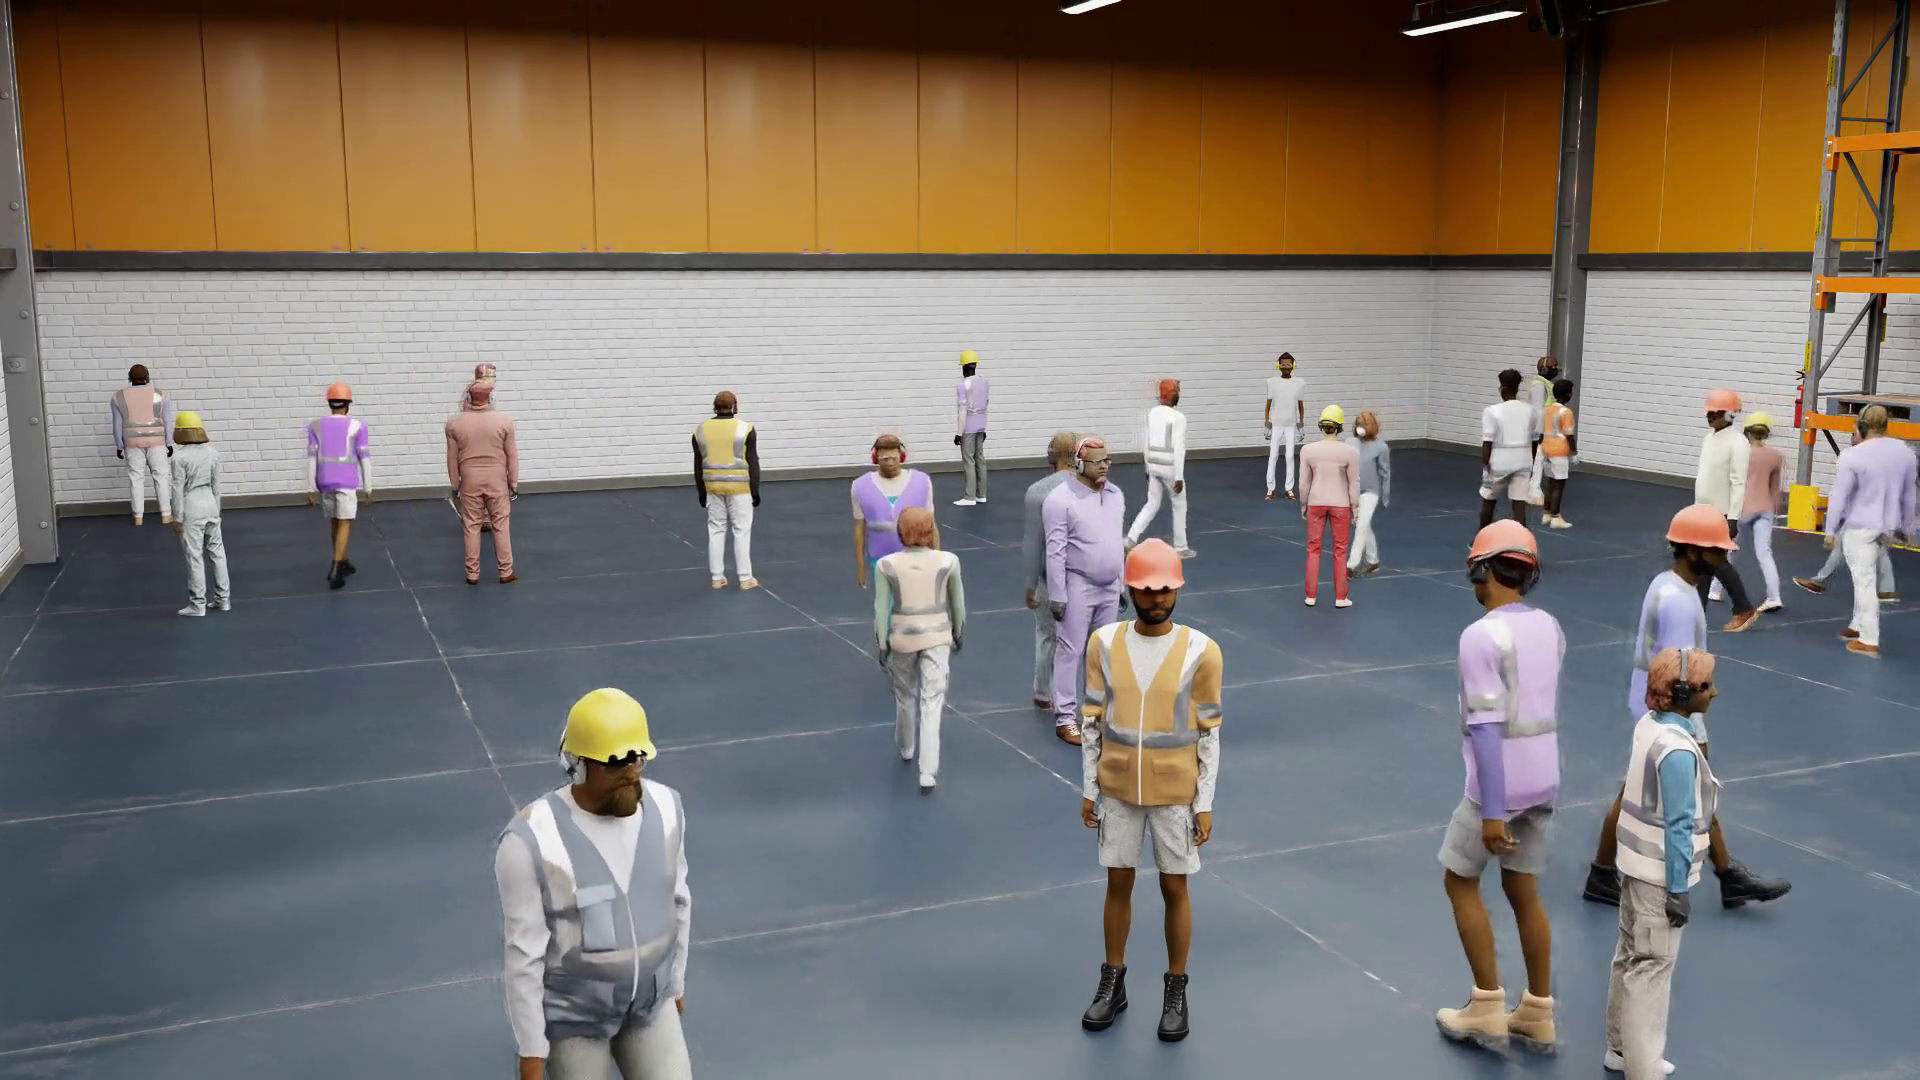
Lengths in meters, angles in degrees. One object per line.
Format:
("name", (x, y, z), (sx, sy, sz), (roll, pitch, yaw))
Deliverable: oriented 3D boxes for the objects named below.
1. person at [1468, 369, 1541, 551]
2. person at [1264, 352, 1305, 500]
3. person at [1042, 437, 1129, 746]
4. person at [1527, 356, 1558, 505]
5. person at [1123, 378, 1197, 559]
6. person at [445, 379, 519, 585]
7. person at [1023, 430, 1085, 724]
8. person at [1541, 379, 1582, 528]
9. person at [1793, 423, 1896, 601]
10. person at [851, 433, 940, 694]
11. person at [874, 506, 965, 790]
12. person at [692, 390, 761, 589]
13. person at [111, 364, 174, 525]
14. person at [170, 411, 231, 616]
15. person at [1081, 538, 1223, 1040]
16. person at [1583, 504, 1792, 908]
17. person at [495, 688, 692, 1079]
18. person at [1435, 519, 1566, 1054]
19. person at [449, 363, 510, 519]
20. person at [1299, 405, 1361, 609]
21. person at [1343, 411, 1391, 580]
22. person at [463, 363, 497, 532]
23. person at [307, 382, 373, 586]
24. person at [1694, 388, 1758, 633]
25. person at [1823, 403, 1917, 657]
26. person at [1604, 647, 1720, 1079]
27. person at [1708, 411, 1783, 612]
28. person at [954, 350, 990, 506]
("person", (5.474, -0.749, 16.700), (0.620, 1.926, 0.912), (0, 9, -1))
("person", (4.113, -1.441, 21.087), (0.515, 1.873, 0.329), (1, 9, 7))
("person", (0.814, 0.309, 10.376), (0.646, 1.907, 0.407), (-8, 12, -40))
("person", (7.259, -1.362, 20.698), (0.430, 1.845, 0.619), (4, 10, 25))
("person", (2.003, -0.693, 16.643), (0.878, 1.856, 0.586), (-7, 12, -36))
("person", (-4.422, -0.535, 15.474), (0.643, 1.913, 0.408), (-1, 9, -8))
("person", (0.722, 0.251, 10.773), (0.644, 1.908, 0.875), (-4, 10, -21))
("person", (6.767, -0.969, 18.780), (0.357, 1.696, 0.549), (-1, 9, -5))
("person", (7.944, -0.264, 14.780), (0.848, 1.583, 0.528), (8, 12, 40))
("person", (-0.446, 0.138, 11.684), (0.633, 1.813, 0.629), (0, 9, -2))
("person", (-0.231, 0.596, 9.602), (0.516, 1.587, 0.887), (0, 9, 1))
("person", (-2.125, -0.452, 15.231), (0.625, 1.832, 0.428), (2, 10, 13))
("person", (-9.341, -1.090, 19.052), (0.622, 1.844, 0.429), (-4, 10, -24))
("person", (-6.501, -0.227, 14.139), (0.314, 1.739, 0.485), (4, 10, 21))
("person", (0.721, 0.950, 6.389), (0.545, 1.941, 0.355), (3, 10, 19))
("person", (3.339, 0.785, 7.523), (0.956, 1.891, 0.580), (4, 10, 22))
("person", (-0.994, 1.295, 4.667), (0.605, 1.818, 0.416), (-8, 12, -38))
("person", (2.092, 0.930, 6.332), (0.624, 1.994, 0.613), (-7, 12, -36))
("person", (-5.558, -1.106, 19.135), (0.588, 1.842, 0.553), (-4, 10, -23))
("person", (3.196, -0.285, 14.401), (0.525, 1.769, 0.308), (4, 10, 21))
("person", (3.793, -0.424, 15.786), (0.863, 1.588, 0.505), (-8, 12, -40))
("person", (-5.243, -1.004, 18.379), (0.512, 1.888, 0.665), (-4, 10, -25))
("person", (-5.819, -0.524, 15.533), (0.565, 1.884, 0.931), (0, 9, -1))
("person", (6.142, -0.245, 13.494), (0.529, 1.991, 0.625), (0, 9, -1))
("person", (6.916, -0.094, 12.779), (0.666, 1.913, 0.746), (-2, 10, -12))
("person", (2.487, 1.181, 5.897), (0.315, 1.640, 0.515), (2, 10, 11))
("person", (6.835, -0.249, 14.353), (0.527, 1.716, 0.907), (-1, 9, -8))
("person", (0.125, -1.380, 20.550), (0.371, 1.923, 0.594), (7, 12, 36))
